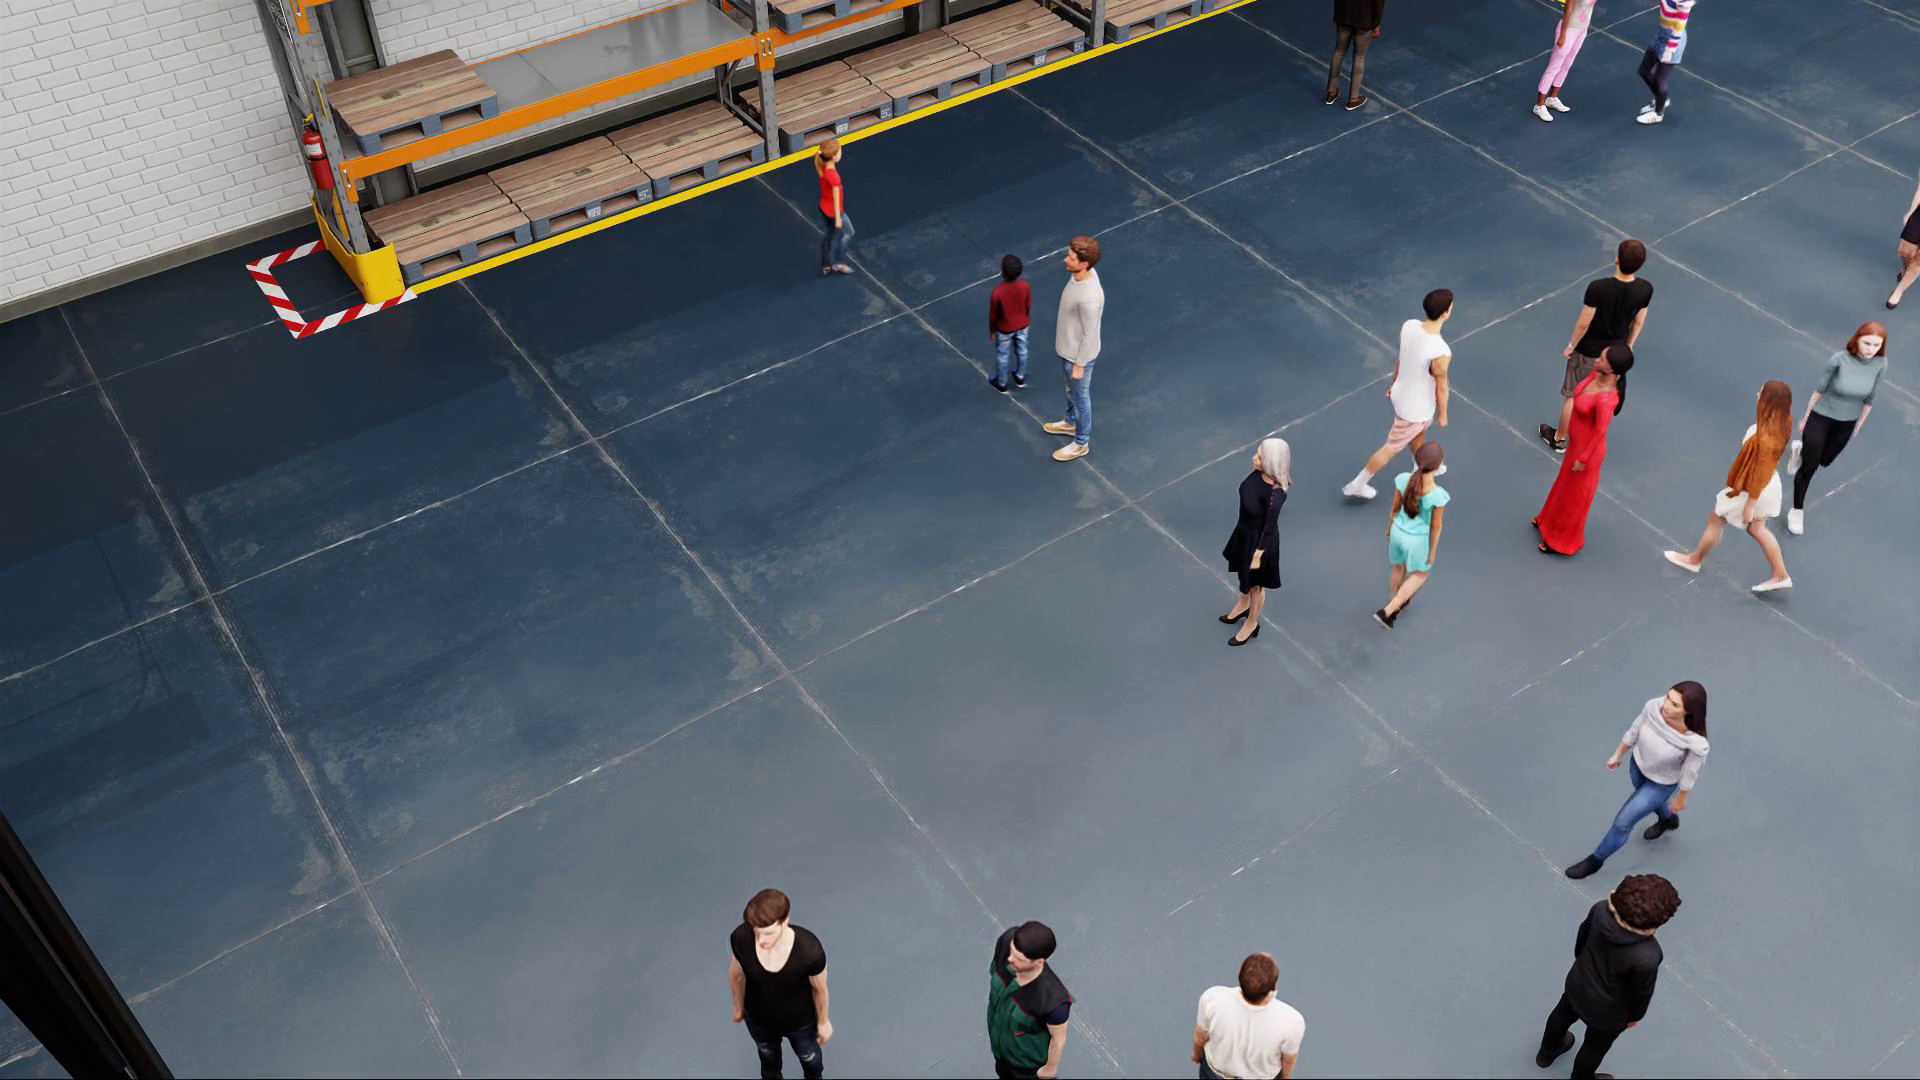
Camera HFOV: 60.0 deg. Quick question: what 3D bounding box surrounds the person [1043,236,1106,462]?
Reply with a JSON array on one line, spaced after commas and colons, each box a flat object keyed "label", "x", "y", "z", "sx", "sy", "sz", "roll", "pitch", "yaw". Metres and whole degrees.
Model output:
[{"label": "person", "x": 0.880, "y": -1.440, "z": 12.371, "sx": 0.733, "sy": 1.906, "sz": 0.742, "roll": -6, "pitch": 44, "yaw": -7}]

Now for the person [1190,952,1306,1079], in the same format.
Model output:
[{"label": "person", "x": 1.363, "y": 2.616, "z": 8.151, "sx": 0.750, "sy": 1.855, "sz": 0.767, "roll": 15, "pitch": 46, "yaw": 15}]

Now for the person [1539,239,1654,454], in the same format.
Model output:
[{"label": "person", "x": 4.771, "y": -1.429, "z": 12.392, "sx": 0.709, "sy": 1.861, "sz": 0.822, "roll": -3, "pitch": 44, "yaw": -3}]

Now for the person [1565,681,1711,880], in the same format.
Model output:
[{"label": "person", "x": 4.092, "y": 1.350, "z": 9.670, "sx": 1.130, "sy": 1.592, "sz": 0.816, "roll": -14, "pitch": 45, "yaw": -14}]

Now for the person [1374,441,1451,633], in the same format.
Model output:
[{"label": "person", "x": 2.986, "y": 0.013, "z": 11.103, "sx": 0.808, "sy": 1.551, "sz": 0.645, "roll": -34, "pitch": 53, "yaw": -31}]

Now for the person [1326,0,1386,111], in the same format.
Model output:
[{"label": "person", "x": 3.879, "y": -5.097, "z": 16.287, "sx": 0.722, "sy": 1.800, "sz": 0.679, "roll": 26, "pitch": 50, "yaw": 25}]

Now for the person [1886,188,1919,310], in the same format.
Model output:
[{"label": "person", "x": 8.127, "y": -2.681, "z": 13.867, "sx": 0.702, "sy": 1.640, "sz": 0.789, "roll": 25, "pitch": 49, "yaw": 24}]

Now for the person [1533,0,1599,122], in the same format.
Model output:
[{"label": "person", "x": 5.951, "y": -4.955, "z": 16.181, "sx": 0.466, "sy": 1.741, "sz": 0.656, "roll": -30, "pitch": 51, "yaw": -28}]

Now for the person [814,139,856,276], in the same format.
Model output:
[{"label": "person", "x": -1.154, "y": -2.815, "z": 14.252, "sx": 0.546, "sy": 1.302, "sz": 0.537, "roll": -19, "pitch": 47, "yaw": -19}]

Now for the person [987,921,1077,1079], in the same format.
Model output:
[{"label": "person", "x": 0.327, "y": 2.467, "z": 8.274, "sx": 0.559, "sy": 1.901, "sz": 0.661, "roll": -25, "pitch": 49, "yaw": -24}]

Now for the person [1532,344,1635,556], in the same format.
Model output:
[{"label": "person", "x": 4.369, "y": -0.640, "z": 11.621, "sx": 0.783, "sy": 1.783, "sz": 0.731, "roll": 5, "pitch": 44, "yaw": 5}]

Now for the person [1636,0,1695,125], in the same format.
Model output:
[{"label": "person", "x": 6.873, "y": -4.805, "z": 16.002, "sx": 0.895, "sy": 1.770, "sz": 0.850, "roll": 2, "pitch": 44, "yaw": 2}]

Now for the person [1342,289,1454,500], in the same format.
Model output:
[{"label": "person", "x": 3.199, "y": -0.985, "z": 12.009, "sx": 1.206, "sy": 1.746, "sz": 0.881, "roll": -12, "pitch": 45, "yaw": -12}]

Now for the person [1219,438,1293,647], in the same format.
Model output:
[{"label": "person", "x": 1.947, "y": 0.005, "z": 10.970, "sx": 0.708, "sy": 1.747, "sz": 0.689, "roll": -5, "pitch": 44, "yaw": -5}]

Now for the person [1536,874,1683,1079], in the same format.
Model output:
[{"label": "person", "x": 3.312, "y": 2.293, "z": 8.544, "sx": 0.646, "sy": 1.780, "sz": 0.663, "roll": -18, "pitch": 47, "yaw": -18}]

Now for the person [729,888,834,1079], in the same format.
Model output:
[{"label": "person", "x": -0.900, "y": 2.351, "z": 8.399, "sx": 0.757, "sy": 1.896, "sz": 0.808, "roll": 8, "pitch": 44, "yaw": 9}]

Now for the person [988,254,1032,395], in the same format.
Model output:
[{"label": "person", "x": 0.412, "y": -1.705, "z": 13.122, "sx": 0.474, "sy": 1.253, "sz": 0.593, "roll": -17, "pitch": 46, "yaw": -17}]

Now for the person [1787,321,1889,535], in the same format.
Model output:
[{"label": "person", "x": 6.224, "y": -0.879, "z": 11.913, "sx": 0.967, "sy": 1.727, "sz": 1.036, "roll": 8, "pitch": 44, "yaw": 8}]

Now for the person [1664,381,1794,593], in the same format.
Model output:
[{"label": "person", "x": 5.501, "y": -0.303, "z": 11.342, "sx": 0.881, "sy": 1.680, "sz": 1.083, "roll": 28, "pitch": 50, "yaw": 26}]
